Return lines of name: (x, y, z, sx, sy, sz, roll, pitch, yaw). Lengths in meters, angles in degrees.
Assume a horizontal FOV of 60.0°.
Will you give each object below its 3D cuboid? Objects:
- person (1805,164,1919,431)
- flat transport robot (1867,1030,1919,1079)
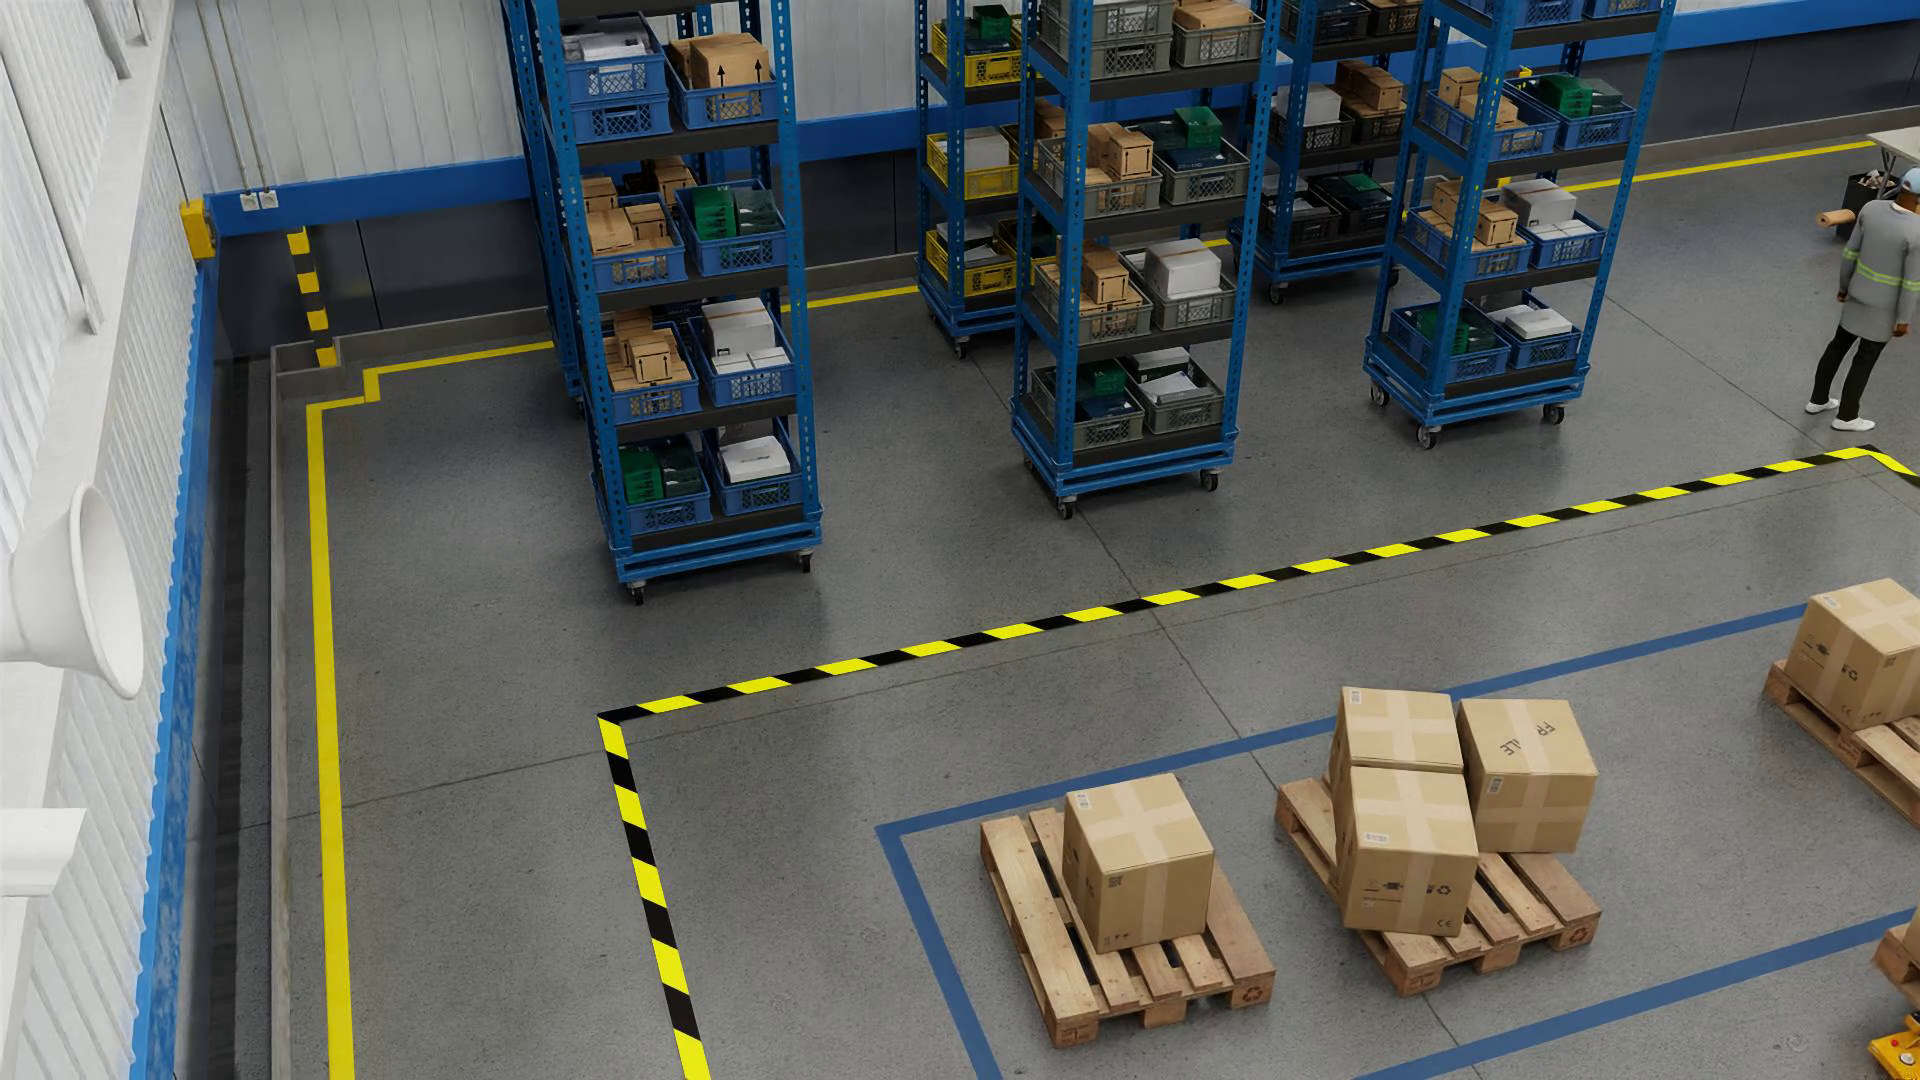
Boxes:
person: (6.044, -1.591, 10.938, 0.391, 1.850, 0.599, -11, 37, -16)
flat transport robot: (4.647, 2.162, 6.966, 1.431, 0.197, 0.652, -10, 36, -14)
